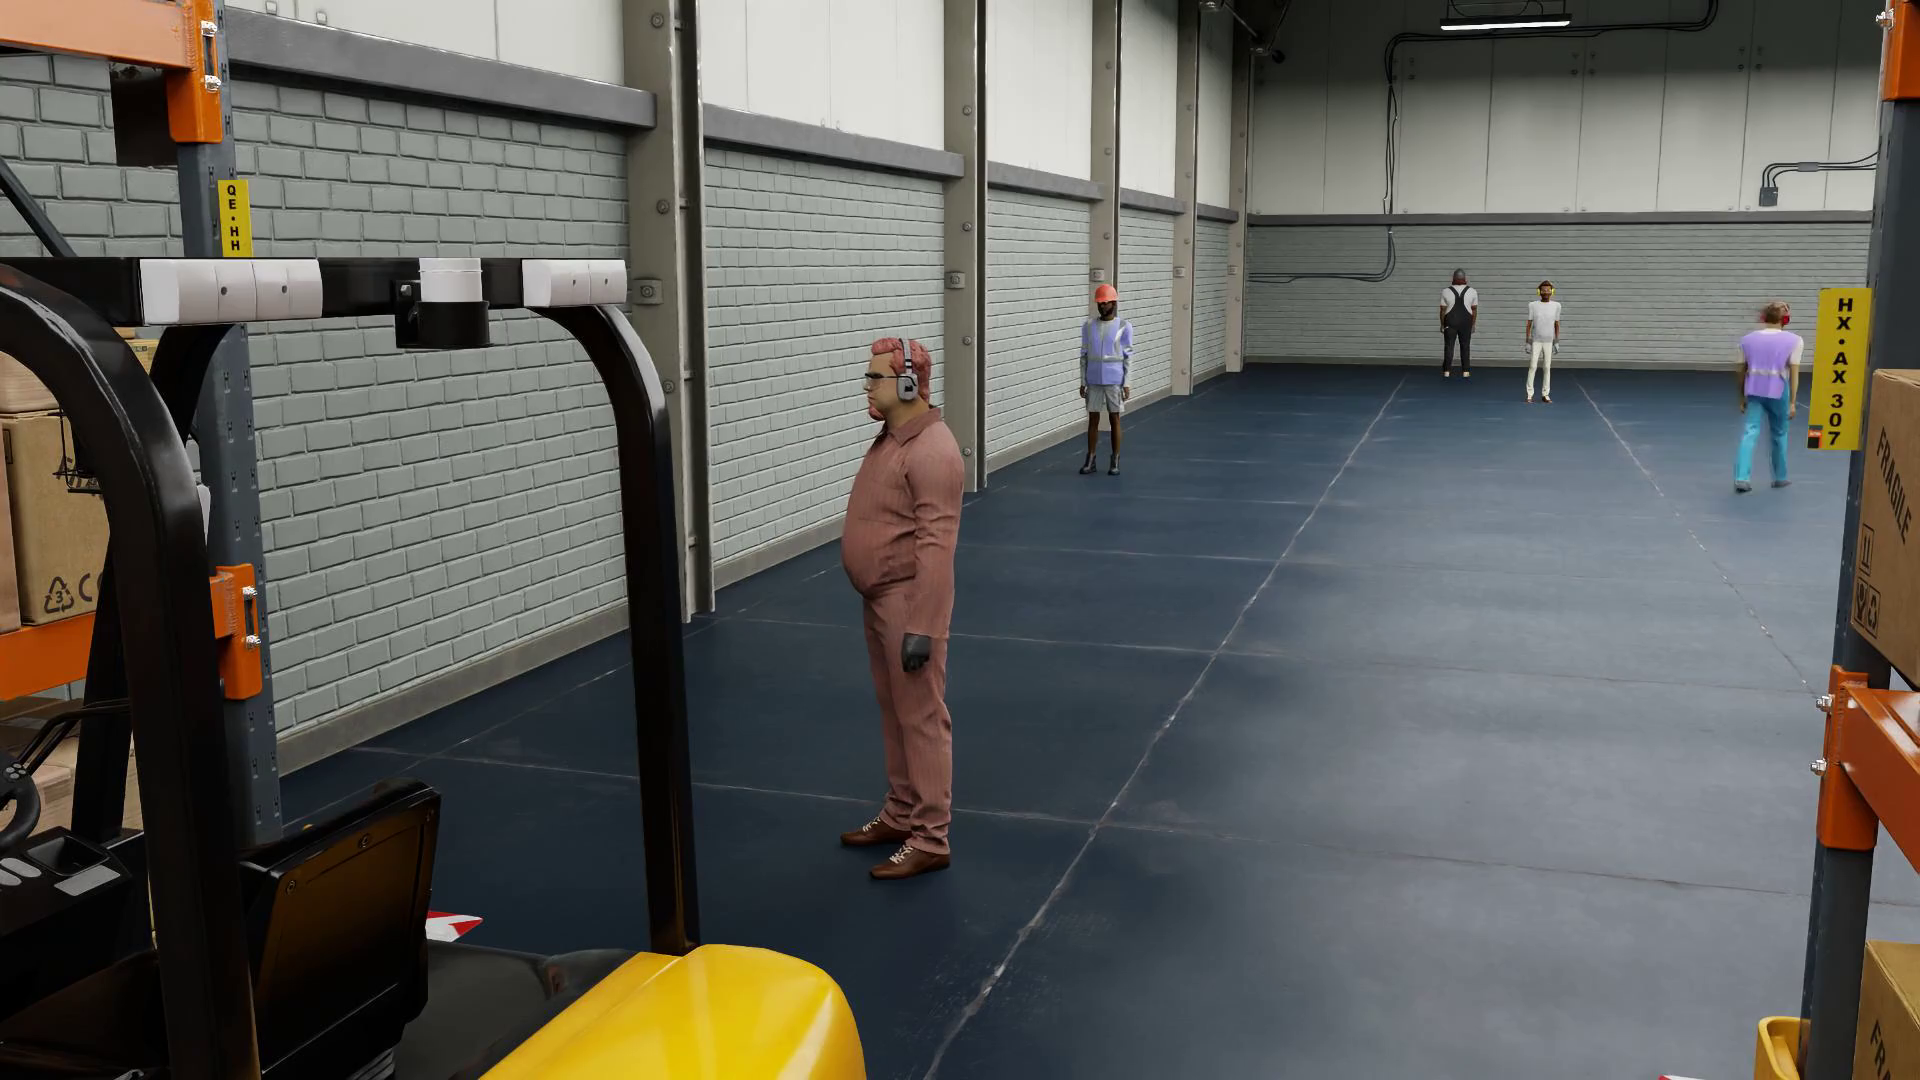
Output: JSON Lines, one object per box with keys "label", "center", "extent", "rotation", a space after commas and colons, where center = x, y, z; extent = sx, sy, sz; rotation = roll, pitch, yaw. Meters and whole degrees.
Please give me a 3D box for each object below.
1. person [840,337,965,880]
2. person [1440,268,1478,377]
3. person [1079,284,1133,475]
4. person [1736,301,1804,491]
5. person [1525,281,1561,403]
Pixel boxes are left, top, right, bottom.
{"label": "person", "center": [-0.218, 0.237, 5.925], "extent": [0.410, 1.909, 0.643], "rotation": [-3, 10, -18]}
{"label": "person", "center": [9.363, -4.091, 31.305], "extent": [0.683, 2.000, 0.538], "rotation": [2, 10, 12]}
{"label": "person", "center": [1.472, -1.623, 16.908], "extent": [0.542, 1.939, 0.364], "rotation": [3, 10, 19]}
{"label": "person", "center": [7.647, -1.355, 15.750], "extent": [0.964, 1.794, 0.584], "rotation": [-9, 13, -44]}
{"label": "person", "center": [8.942, -3.037, 25.532], "extent": [0.513, 1.872, 0.328], "rotation": [1, 10, 8]}
